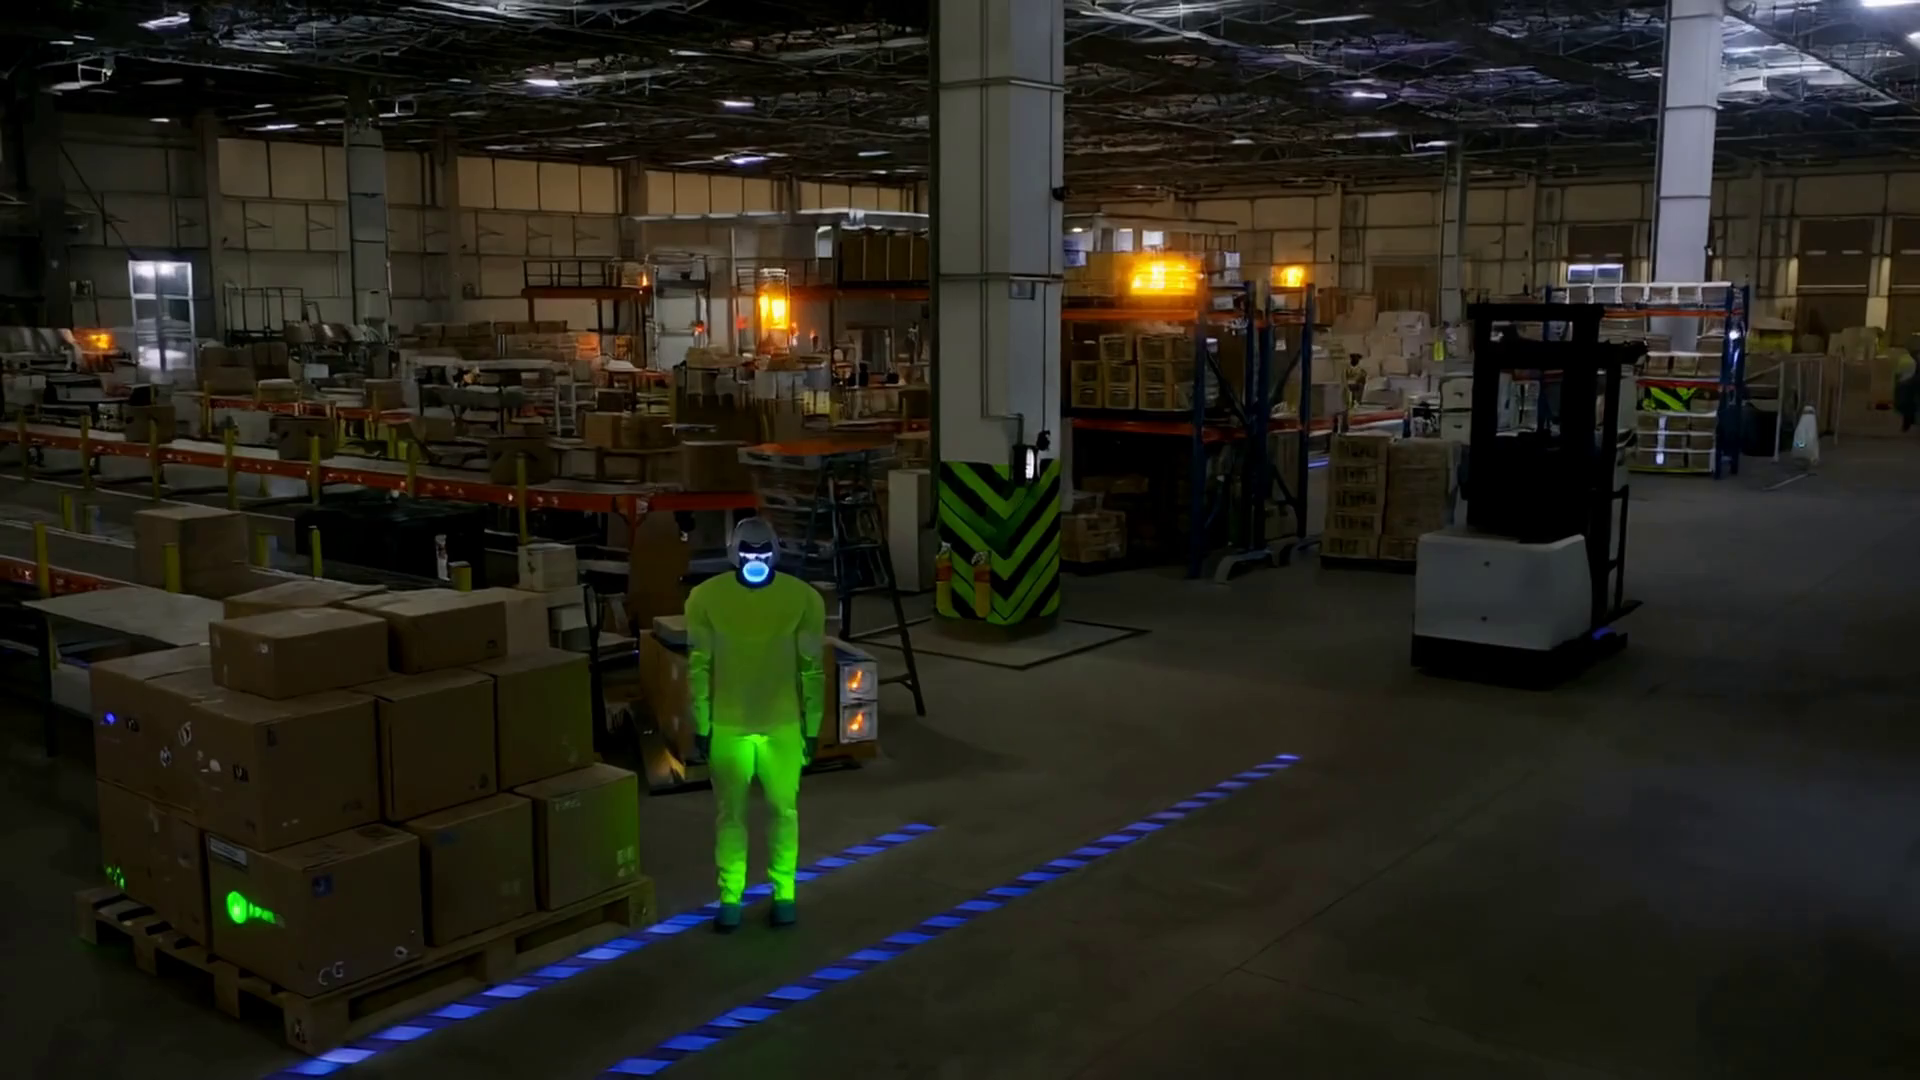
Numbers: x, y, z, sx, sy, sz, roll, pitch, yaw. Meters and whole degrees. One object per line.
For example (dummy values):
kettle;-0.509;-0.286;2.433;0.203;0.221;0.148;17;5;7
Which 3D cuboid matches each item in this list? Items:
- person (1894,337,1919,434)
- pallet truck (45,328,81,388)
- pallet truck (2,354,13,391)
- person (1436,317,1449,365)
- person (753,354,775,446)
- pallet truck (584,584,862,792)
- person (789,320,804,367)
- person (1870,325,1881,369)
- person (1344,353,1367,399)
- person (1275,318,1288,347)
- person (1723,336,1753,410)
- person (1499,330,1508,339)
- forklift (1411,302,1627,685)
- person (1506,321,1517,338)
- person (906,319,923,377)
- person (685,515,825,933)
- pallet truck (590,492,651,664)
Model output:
person;19.434;-3.150;33.949;0.688;2.000;0.709;-2;9;-16
pallet truck;-23.775;-4.544;43.495;1.885;1.965;0.823;6;10;35
pallet truck;-24.881;-4.417;42.634;1.885;1.965;0.823;8;11;41
person;19.605;-8.085;67.599;0.371;1.932;0.628;-5;10;-30
person;-3.742;-2.656;31.575;0.341;1.757;0.527;7;11;39
pallet truck;-1.426;0.805;10.019;1.601;1.201;0.680;-4;9;-26
person;-6.407;-7.688;65.184;0.946;1.837;0.591;8;12;44
person;35.274;-7.444;64.047;0.317;1.696;0.540;6;11;37
person;8.255;-3.075;34.734;0.536;1.656;0.850;8;11;42
person;14.604;-9.188;75.477;0.615;1.814;0.923;3;9;17
person;18.157;-3.805;38.871;0.549;1.906;0.957;-4;10;-27
person;16.076;-5.333;49.480;0.939;1.837;0.526;-1;8;-6
forklift;4.379;-0.438;12.852;1.129;2.768;1.873;7;11;37
person;19.500;-6.865;59.237;0.803;1.964;0.643;-1;8;-5
person;-1.540;-6.336;55.415;0.605;2.045;0.387;-5;10;-29
person;-0.916;0.834;7.514;0.624;1.925;0.389;-1;8;-5
pallet truck;-3.115;0.344;12.883;0.653;1.274;1.630;7;11;37
